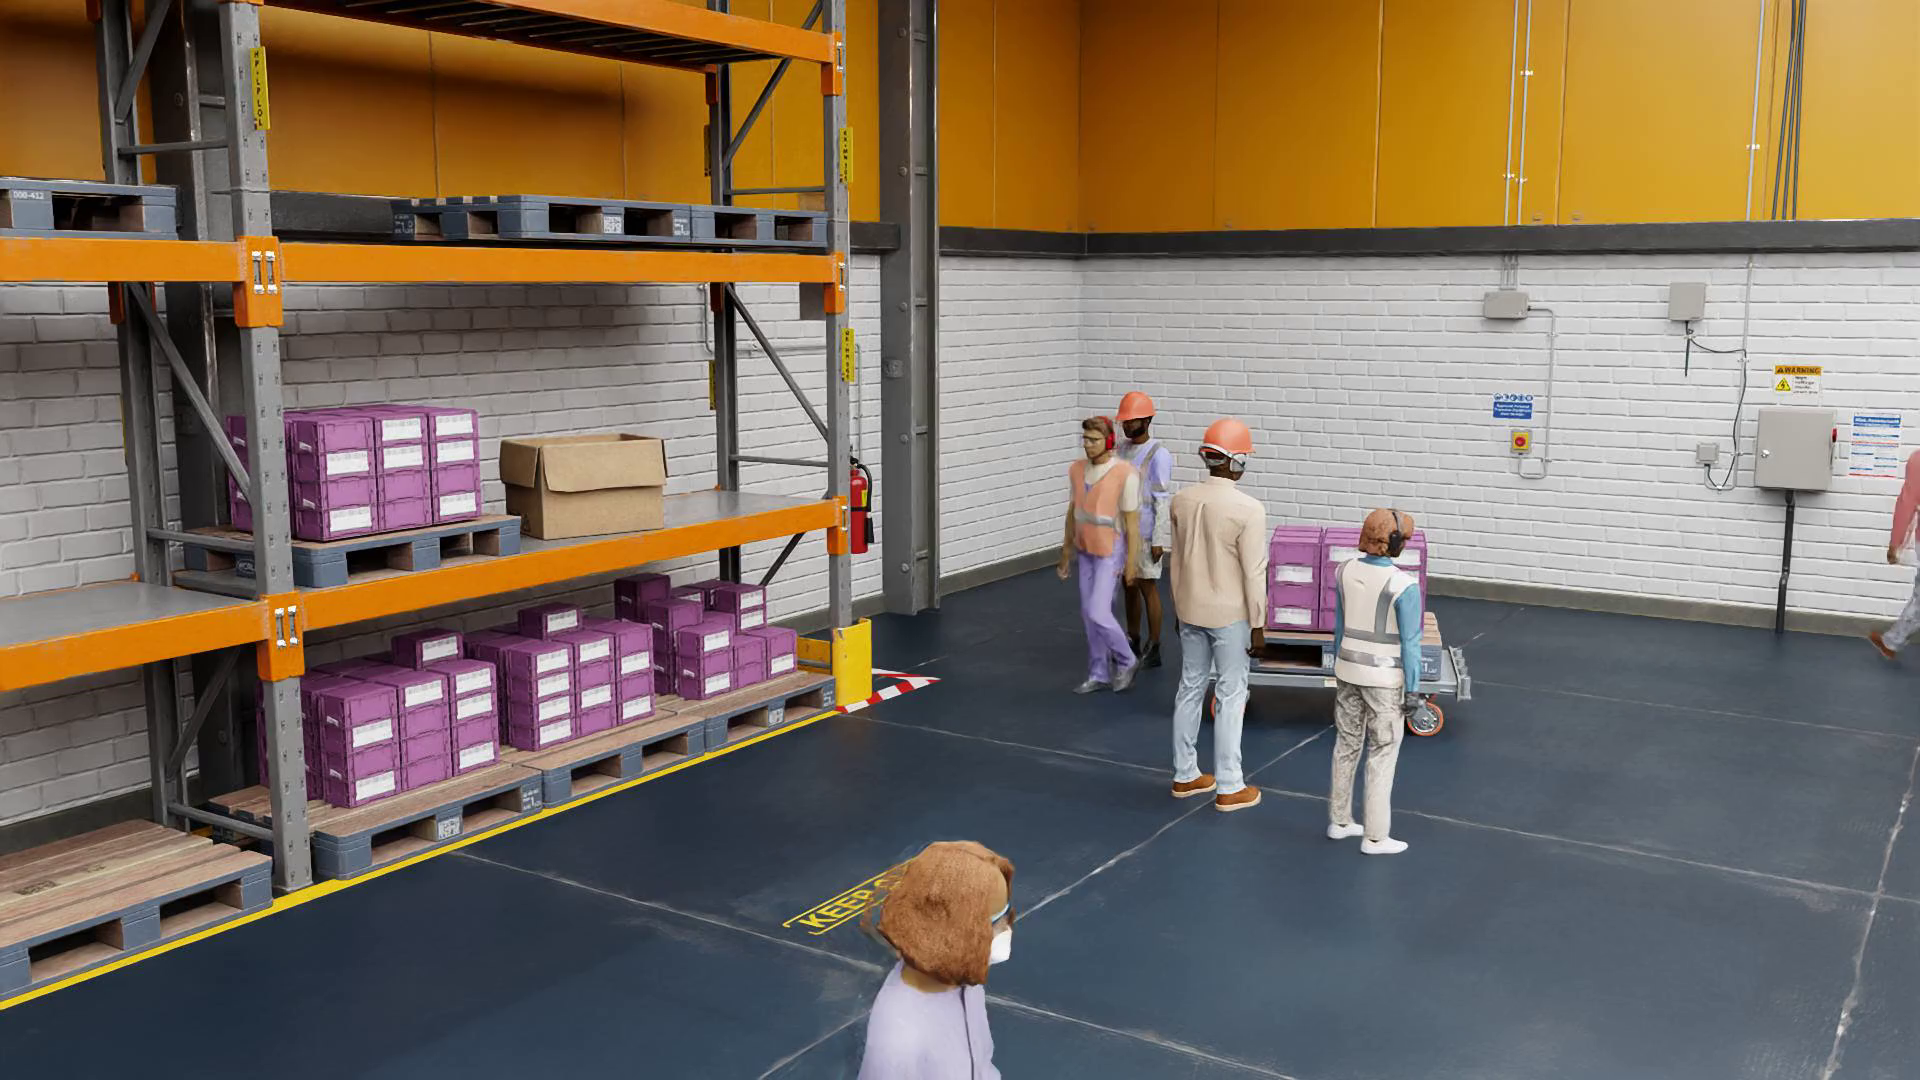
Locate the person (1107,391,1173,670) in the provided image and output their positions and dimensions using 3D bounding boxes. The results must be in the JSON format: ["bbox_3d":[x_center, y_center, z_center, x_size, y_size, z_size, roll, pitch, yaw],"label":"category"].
[{"bbox_3d":[1.221,-0.065,11.522,0.380,1.930,0.546,-5,10,-29],"label":"person"}]

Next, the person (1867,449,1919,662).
[{"bbox_3d":[6.639,-0.003,11.317,0.663,1.861,1.036,-3,9,-16],"label":"person"}]

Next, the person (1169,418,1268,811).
[{"bbox_3d":[1.321,0.374,8.473,0.399,1.988,0.615,-7,11,-39],"label":"person"}]

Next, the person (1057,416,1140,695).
[{"bbox_3d":[0.902,0.107,10.719,0.442,1.827,0.573,-6,11,-35],"label":"person"}]

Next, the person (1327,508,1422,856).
[{"bbox_3d":[1.929,0.660,7.762,0.314,1.630,0.527,-5,10,-31],"label":"person"}]

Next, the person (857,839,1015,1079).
[{"bbox_3d":[-0.028,1.363,3.273,0.677,1.599,0.509,2,9,10],"label":"person"}]
